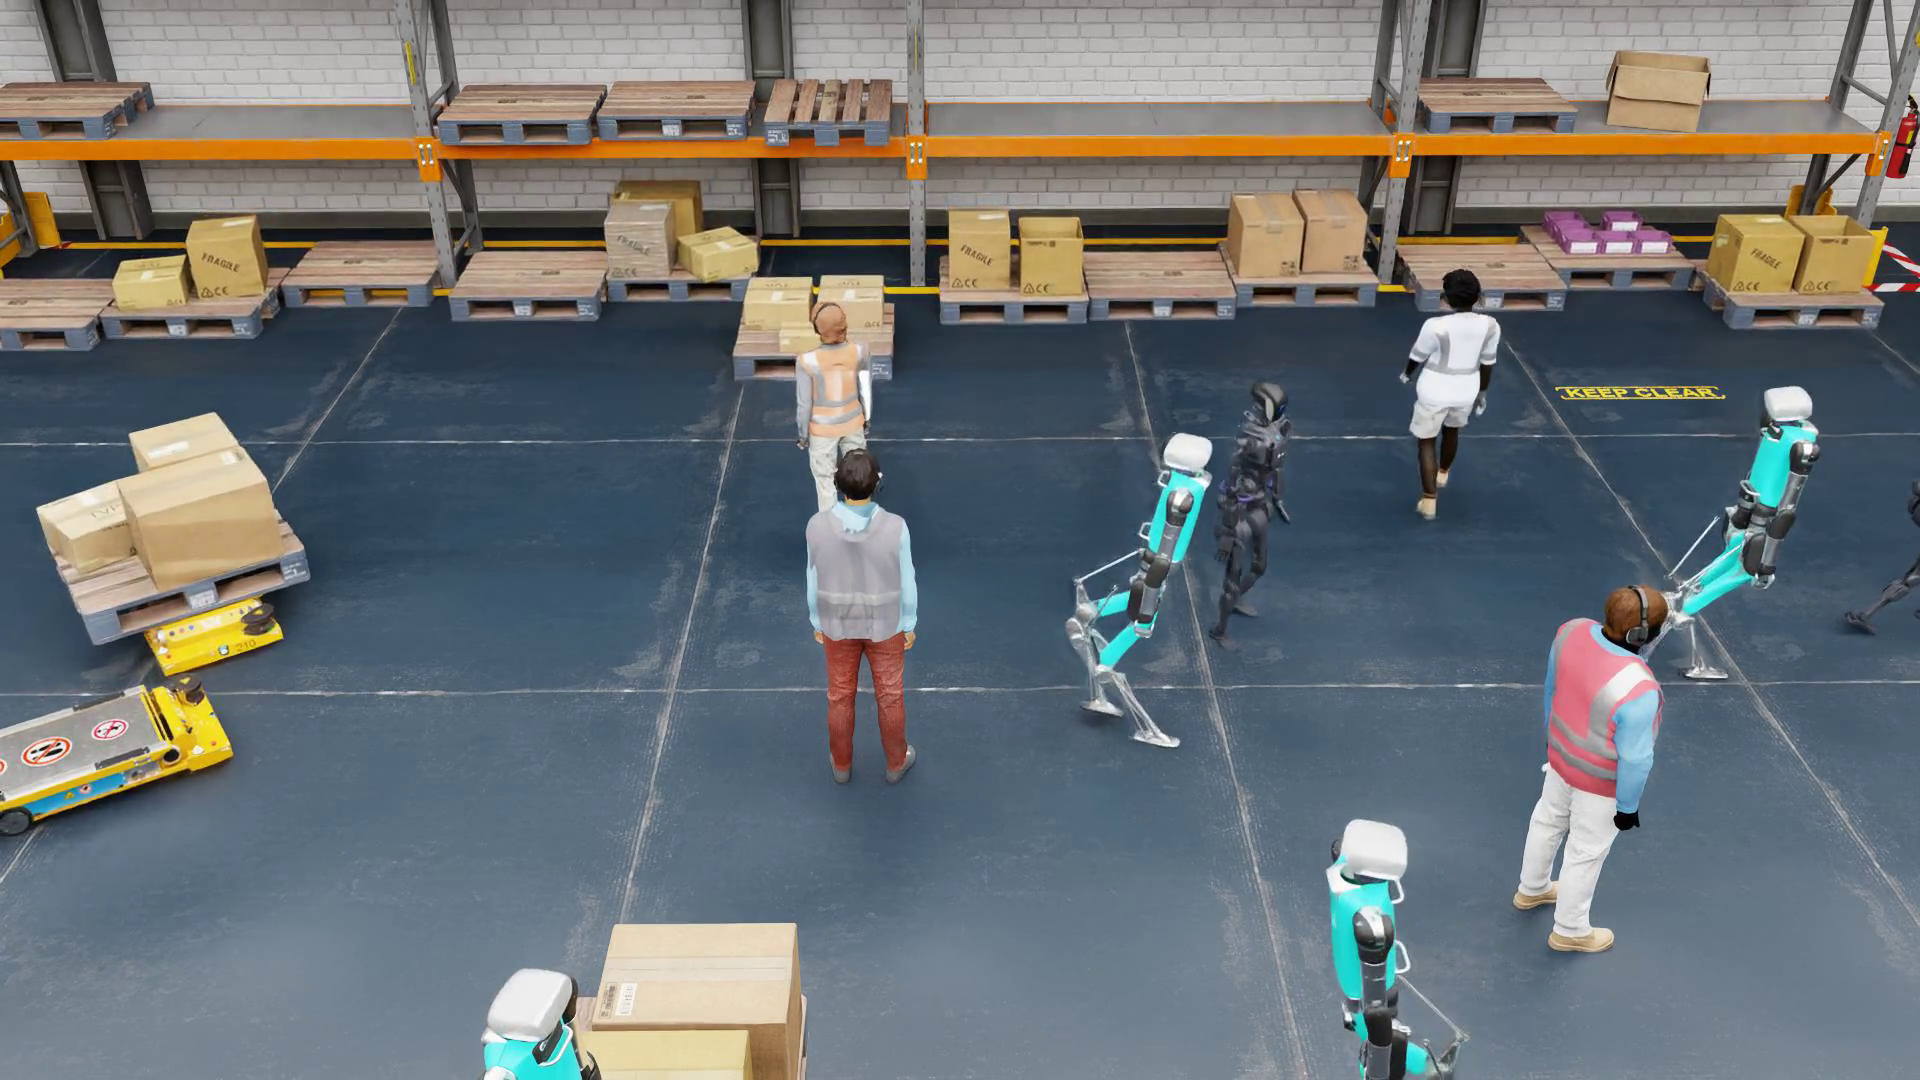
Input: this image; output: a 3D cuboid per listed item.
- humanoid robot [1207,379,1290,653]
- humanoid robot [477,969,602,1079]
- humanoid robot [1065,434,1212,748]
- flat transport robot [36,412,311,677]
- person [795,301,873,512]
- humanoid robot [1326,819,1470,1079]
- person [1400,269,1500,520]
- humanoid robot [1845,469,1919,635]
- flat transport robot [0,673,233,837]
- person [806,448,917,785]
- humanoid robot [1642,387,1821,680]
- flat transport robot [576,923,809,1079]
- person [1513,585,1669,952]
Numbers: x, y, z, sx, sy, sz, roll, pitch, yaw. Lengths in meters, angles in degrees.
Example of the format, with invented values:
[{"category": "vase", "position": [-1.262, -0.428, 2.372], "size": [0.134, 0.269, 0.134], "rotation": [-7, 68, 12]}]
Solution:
[{"category": "humanoid robot", "position": [1.602, -0.176, 9.335], "size": [0.387, 1.638, 0.605], "rotation": [23, 38, 33]}, {"category": "humanoid robot", "position": [-1.093, 2.086, 5.387], "size": [0.735, 1.672, 0.533], "rotation": [7, 32, 11]}, {"category": "humanoid robot", "position": [0.840, 0.245, 8.575], "size": [0.878, 1.748, 0.533], "rotation": [8, 32, 13]}, {"category": "flat transport robot", "position": [-4.589, 0.308, 9.898], "size": [0.659, 0.231, 1.431], "rotation": [-21, 37, -30]}, {"category": "person", "position": [-0.766, -0.685, 10.221], "size": [0.524, 1.636, 0.305], "rotation": [-17, 35, -26]}, {"category": "humanoid robot", "position": [1.638, 1.813, 6.051], "size": [0.751, 1.852, 0.596], "rotation": [1, 31, 1]}, {"category": "person", "position": [3.096, -0.971, 10.674], "size": [0.540, 1.653, 0.657], "rotation": [-8, 32, -13]}, {"category": "humanoid robot", "position": [5.549, -0.196, 9.417], "size": [0.766, 1.637, 0.587], "rotation": [-1, 31, -1]}, {"category": "flat transport robot", "position": [-4.563, 1.135, 8.522], "size": [1.431, 0.231, 0.659], "rotation": [-20, 36, -29]}, {"category": "person", "position": [-0.474, 0.417, 8.154], "size": [0.538, 1.879, 0.409], "rotation": [2, 31, 3]}, {"category": "humanoid robot", "position": [4.043, 0.062, 8.989], "size": [0.759, 1.894, 0.556], "rotation": [2, 31, 4]}, {"category": "flat transport robot", "position": [-1.121, 2.429, 6.367], "size": [1.431, 0.231, 0.659], "rotation": [0, 31, -1]}, {"category": "person", "position": [2.770, 0.983, 7.247], "size": [0.429, 1.841, 0.635], "rotation": [-8, 32, -13]}]
